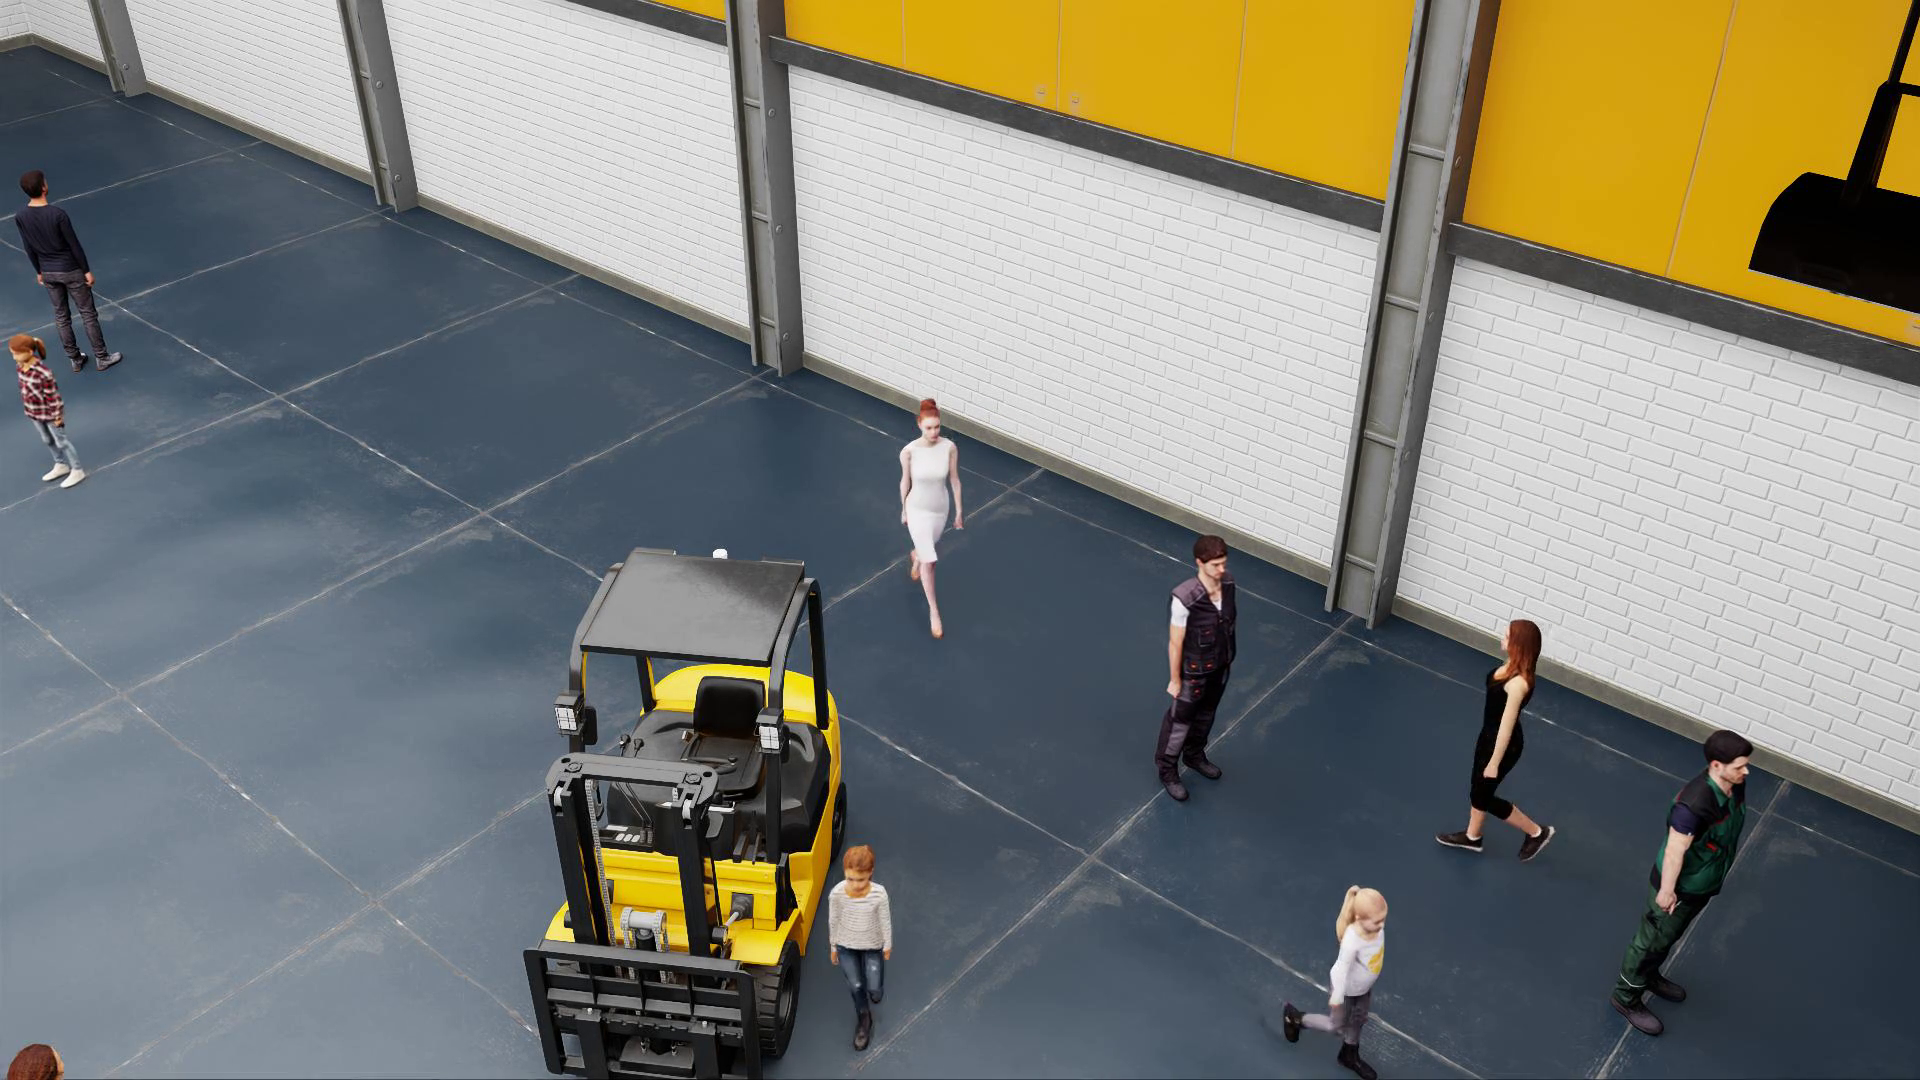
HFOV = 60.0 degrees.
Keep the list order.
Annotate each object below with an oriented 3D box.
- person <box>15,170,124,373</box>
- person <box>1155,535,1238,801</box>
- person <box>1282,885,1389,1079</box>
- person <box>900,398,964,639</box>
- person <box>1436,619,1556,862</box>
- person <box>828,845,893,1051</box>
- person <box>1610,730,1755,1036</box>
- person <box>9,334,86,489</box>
[{"bbox_3d":[-8.019,-2.391,14.855,0.701,1.870,0.777,-1,34,-1],"label":"person"},{"bbox_3d":[1.459,0.745,10.157,0.704,1.848,0.639,-24,41,-32],"label":"person"},{"bbox_3d":[1.941,2.216,8.471,0.768,1.265,0.509,27,42,35],"label":"person"},{"bbox_3d":[-0.237,-0.229,11.707,0.968,1.754,1.154,-9,35,-14],"label":"person"},{"bbox_3d":[3.199,1.197,9.596,0.959,1.716,0.809,7,34,11],"label":"person"},{"bbox_3d":[-0.507,2.059,8.669,0.699,1.307,0.719,4,34,5],"label":"person"},{"bbox_3d":[3.761,1.731,8.627,0.566,1.899,0.688,28,42,35],"label":"person"},{"bbox_3d":[-7.344,-1.061,13.366,0.517,1.304,0.641,16,37,22],"label":"person"}]
